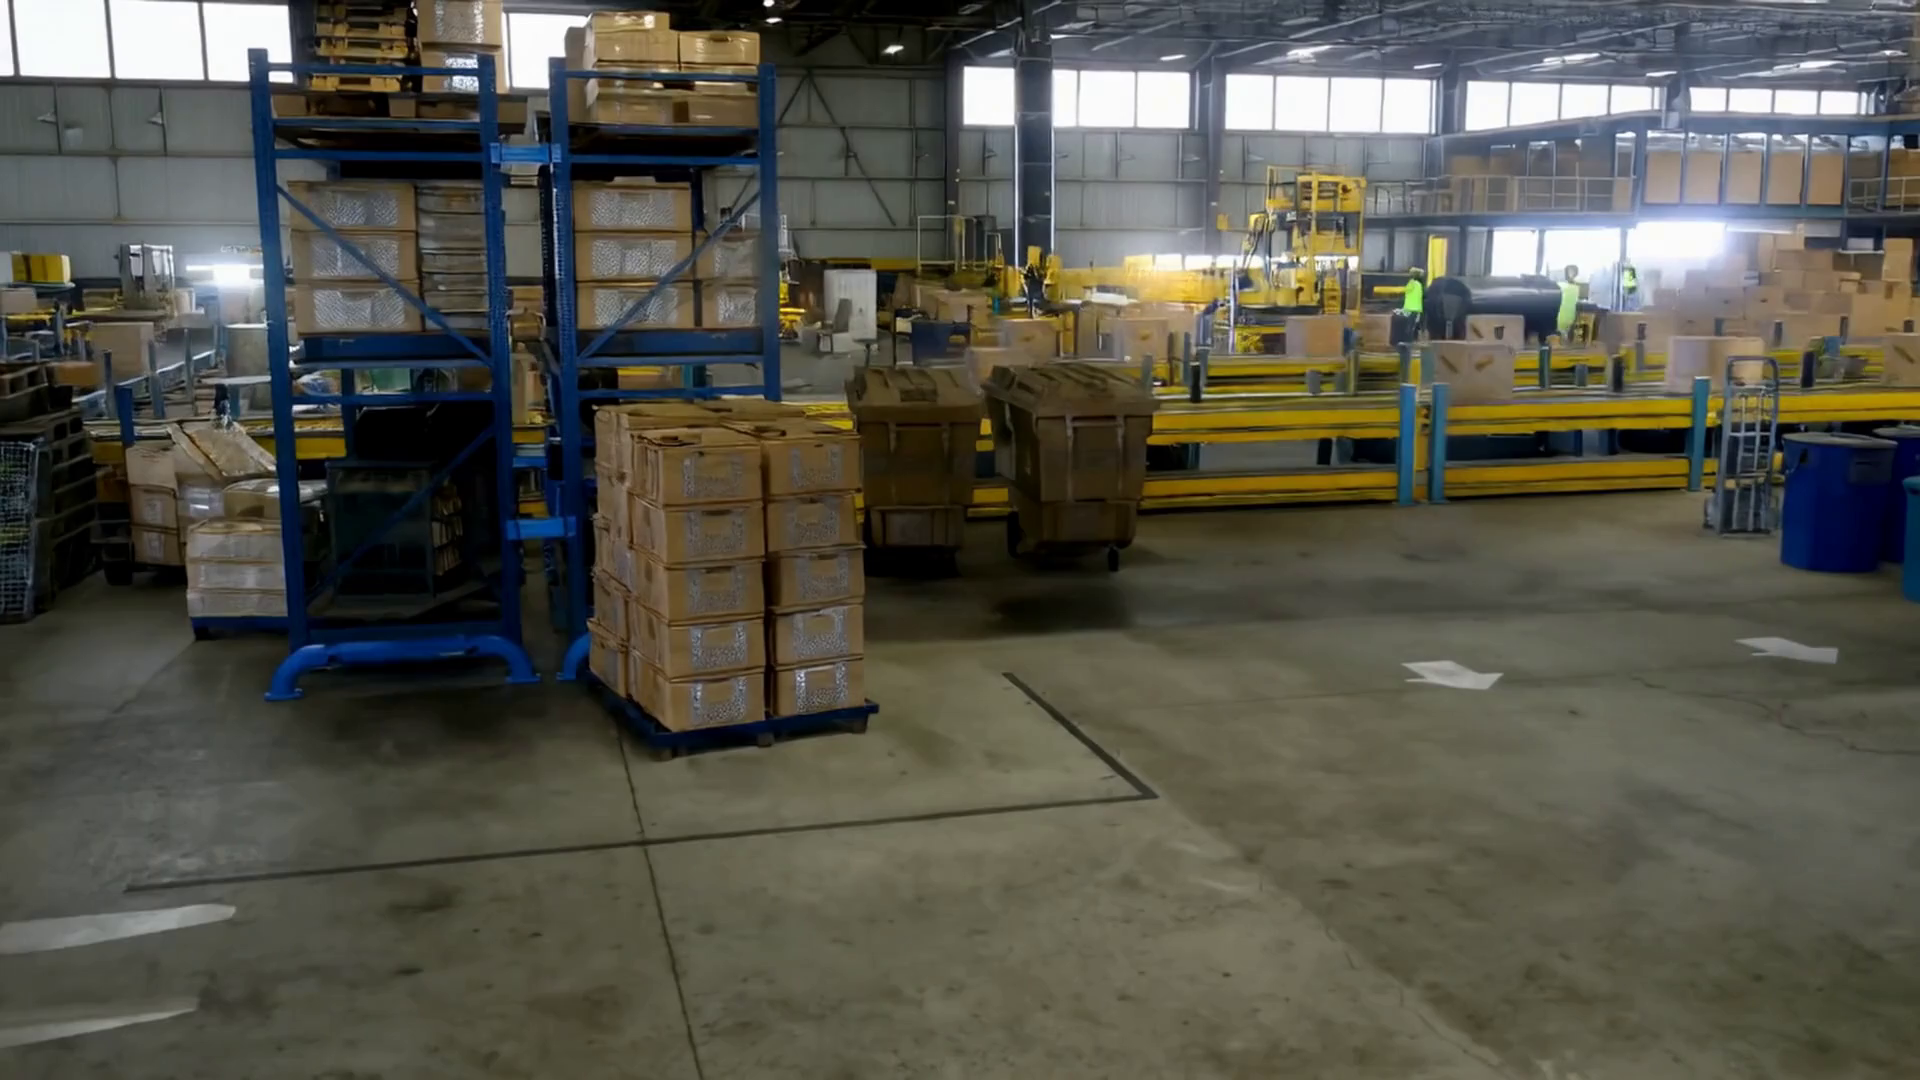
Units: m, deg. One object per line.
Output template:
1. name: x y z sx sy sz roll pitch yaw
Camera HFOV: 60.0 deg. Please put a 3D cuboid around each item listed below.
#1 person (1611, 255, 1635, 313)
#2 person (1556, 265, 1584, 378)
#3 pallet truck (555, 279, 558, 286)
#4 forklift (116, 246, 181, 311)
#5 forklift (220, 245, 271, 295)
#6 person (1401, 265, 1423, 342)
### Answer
1. person: 19.169 -7.301 48.173 0.603 1.859 0.782 -1 10 -3
2. person: 9.823 -3.498 26.758 0.981 1.813 0.556 -4 11 -22
3. pallet truck: -10.604 -6.375 44.520 0.653 1.274 1.630 -3 10 -15
4. forklift: -19.966 -6.232 40.894 1.157 1.987 2.680 -3 10 -15
5. forklift: -17.749 -6.334 41.440 1.157 1.987 2.680 -3 10 -17
6. person: 8.774 -4.422 32.178 0.523 1.761 0.345 -8 13 -40
